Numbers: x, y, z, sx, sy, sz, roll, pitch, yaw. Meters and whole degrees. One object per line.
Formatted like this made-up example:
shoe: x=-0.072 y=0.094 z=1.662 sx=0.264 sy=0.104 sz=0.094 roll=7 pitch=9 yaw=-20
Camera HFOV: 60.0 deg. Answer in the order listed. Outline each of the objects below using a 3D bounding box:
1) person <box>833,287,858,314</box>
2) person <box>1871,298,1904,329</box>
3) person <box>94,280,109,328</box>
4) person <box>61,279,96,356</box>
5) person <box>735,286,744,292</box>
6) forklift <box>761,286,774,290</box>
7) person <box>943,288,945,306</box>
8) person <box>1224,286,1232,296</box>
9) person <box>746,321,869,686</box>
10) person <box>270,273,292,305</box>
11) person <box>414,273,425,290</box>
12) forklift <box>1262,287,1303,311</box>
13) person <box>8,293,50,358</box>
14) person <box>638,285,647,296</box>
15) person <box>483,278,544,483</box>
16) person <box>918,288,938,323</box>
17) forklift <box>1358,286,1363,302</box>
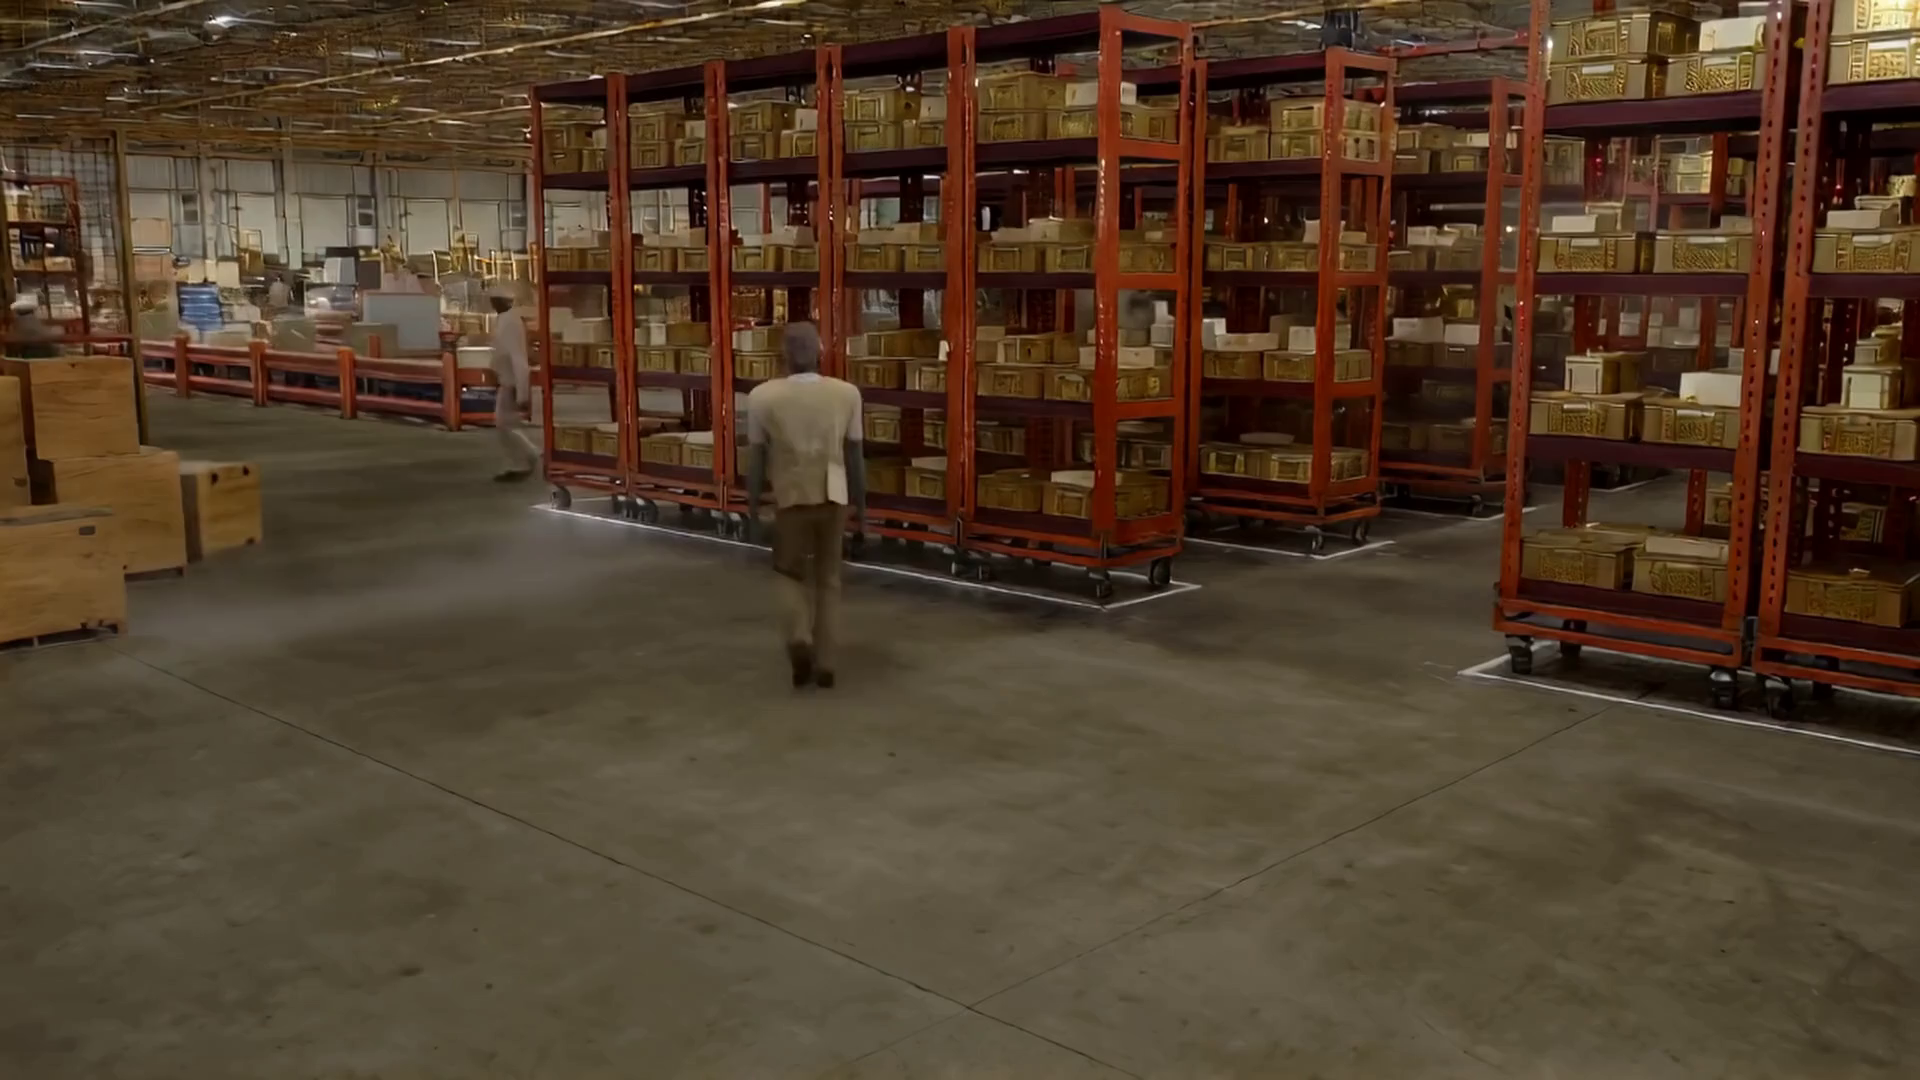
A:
person: x=-3.022 y=-5.949 z=43.584 sx=0.723 sy=1.847 sz=0.920 roll=-3 pitch=10 yaw=-20
person: x=9.845 y=-1.723 z=17.717 sx=0.404 sy=1.829 sz=0.600 roll=2 pitch=9 yaw=9
person: x=-24.655 y=-6.608 z=47.945 sx=0.318 sy=1.740 sz=0.488 roll=9 pitch=13 yaw=42
person: x=-19.077 y=-4.685 z=35.733 sx=0.986 sy=1.870 sz=0.570 roll=-6 pitch=11 yaw=-33
person: x=-9.361 y=-10.166 z=70.194 sx=0.531 sy=1.601 sz=0.594 roll=0 pitch=9 yaw=1
forklift: x=-8.502 y=-12.072 z=77.959 sx=1.873 sy=2.768 sz=1.129 roll=9 pitch=13 yaw=43
person: x=-0.557 y=-8.281 z=58.191 sx=0.505 sy=1.754 sz=0.528 roll=2 pitch=9 yaw=11
person: x=9.353 y=-8.223 z=57.134 sx=1.081 sy=1.988 sz=0.618 roll=-9 pitch=13 yaw=-43
person: x=-0.738 y=-0.159 z=8.159 sx=0.617 sy=1.821 sz=0.501 roll=-2 pitch=10 yaw=-14
person: x=-21.490 y=-7.478 z=52.670 sx=0.644 sy=1.937 sz=1.011 roll=-5 pitch=11 yaw=-30
person: x=-23.719 y=-10.727 z=72.729 sx=0.565 sy=1.885 sz=0.850 roll=-6 pitch=11 yaw=-34
forklift: x=10.769 y=-8.203 z=54.240 sx=1.129 sy=2.768 sz=1.873 roll=8 pitch=12 yaw=42
person: x=-12.413 y=-2.392 z=22.053 sx=0.686 sy=1.739 sz=0.553 roll=2 pitch=9 yaw=11
person: x=-14.032 y=-10.926 z=73.918 sx=0.993 sy=1.920 sz=0.604 roll=-9 pitch=13 yaw=-44
person: x=-4.338 y=-1.525 z=16.042 sx=0.458 sy=1.978 sz=0.626 roll=-5 pitch=10 yaw=-28
person: x=-0.842 y=-5.638 z=41.780 sx=0.773 sy=1.823 sz=0.559 roll=3 pitch=10 yaw=17
forklift: x=11.100 y=-7.017 z=46.970 sx=1.873 sy=2.768 sz=1.129 roll=9 pitch=13 yaw=43
